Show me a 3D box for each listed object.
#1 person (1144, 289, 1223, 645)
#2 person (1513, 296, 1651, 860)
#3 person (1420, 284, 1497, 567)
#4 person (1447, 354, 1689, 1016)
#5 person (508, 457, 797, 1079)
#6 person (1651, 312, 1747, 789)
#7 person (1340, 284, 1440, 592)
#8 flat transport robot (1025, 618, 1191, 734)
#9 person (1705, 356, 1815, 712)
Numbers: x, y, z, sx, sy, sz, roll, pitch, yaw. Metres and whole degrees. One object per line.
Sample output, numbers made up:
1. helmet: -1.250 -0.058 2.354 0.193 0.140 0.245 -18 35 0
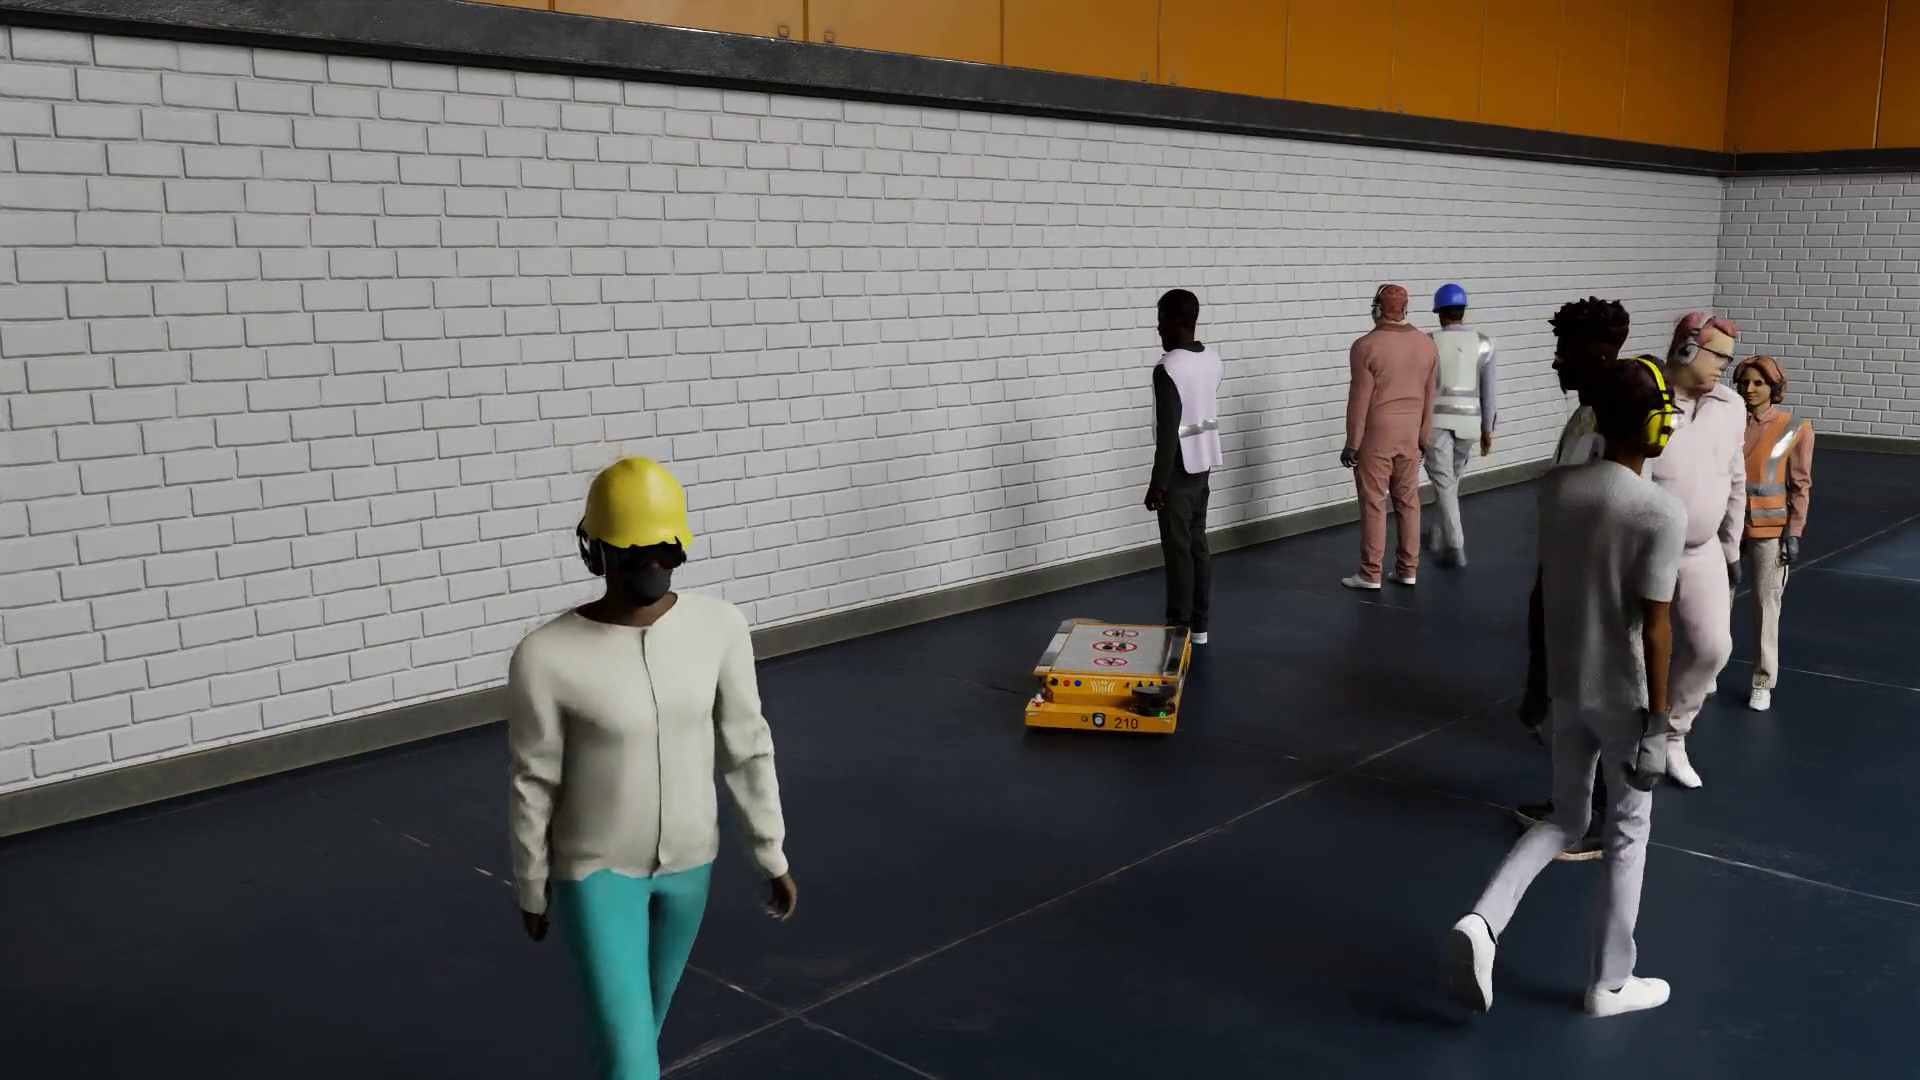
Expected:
1. person: 1.173 -0.359 8.781 0.392 1.917 0.593 6 12 31
2. person: 2.195 0.136 5.820 0.365 1.962 0.614 1 10 8
3. person: 3.301 -0.785 11.303 0.614 1.894 0.972 -1 10 -5
4. person: 1.676 0.432 4.484 0.673 1.845 0.533 -5 11 -26
5. person: -0.633 0.681 3.443 0.533 1.715 0.894 -8 12 -37
6. person: 2.739 0.059 6.483 0.762 1.879 0.525 -1 10 -8
7. person: 2.648 -0.635 10.379 0.652 1.906 0.403 -4 11 -24
8. flat transport robot: 0.735 0.618 7.900 0.652 0.197 1.431 2 10 11
9. person: 3.647 -0.033 7.716 0.512 1.639 0.307 9 13 40
